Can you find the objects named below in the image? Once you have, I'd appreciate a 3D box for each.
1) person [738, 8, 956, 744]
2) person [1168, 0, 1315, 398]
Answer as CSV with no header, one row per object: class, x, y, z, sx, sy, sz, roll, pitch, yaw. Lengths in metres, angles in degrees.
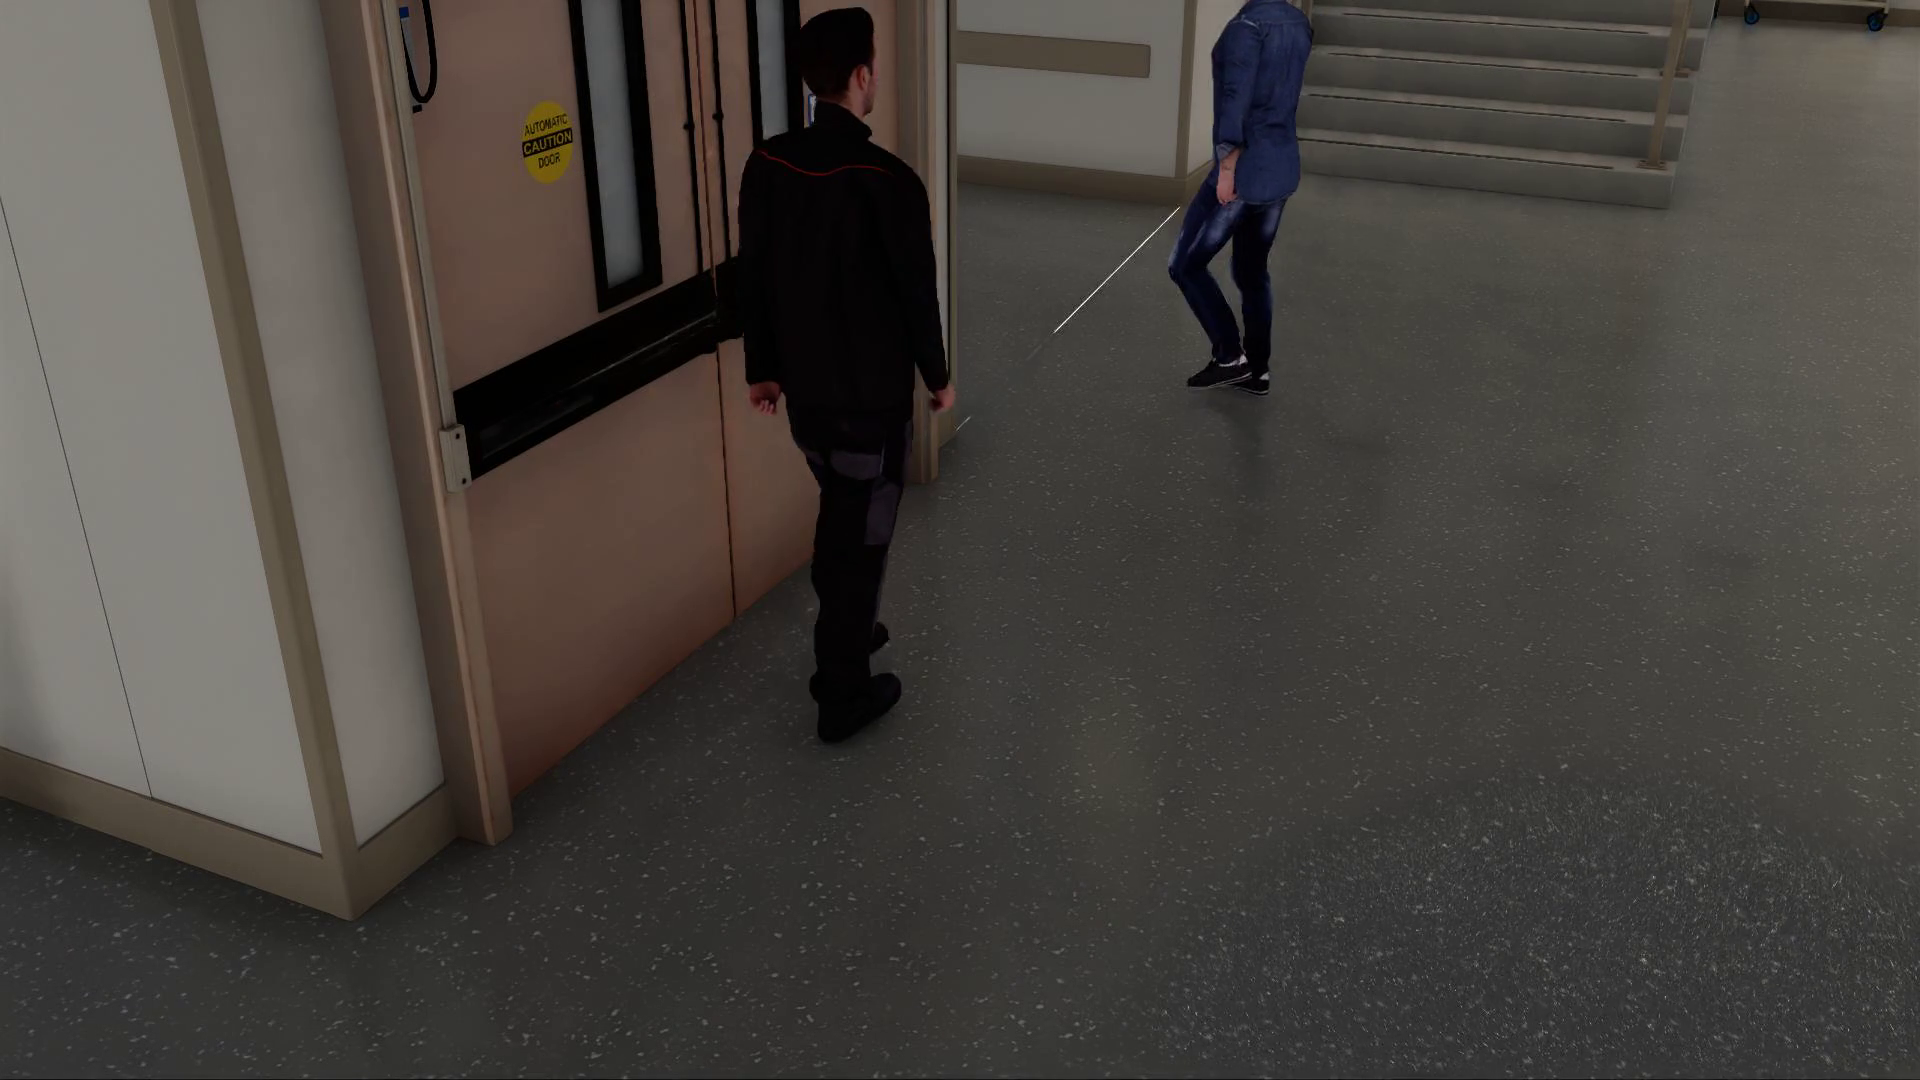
person,-0.333,-0.343,4.237,0.775,1.892,0.823,20,32,35
person,1.189,-1.392,6.514,0.869,1.804,0.698,20,32,35
